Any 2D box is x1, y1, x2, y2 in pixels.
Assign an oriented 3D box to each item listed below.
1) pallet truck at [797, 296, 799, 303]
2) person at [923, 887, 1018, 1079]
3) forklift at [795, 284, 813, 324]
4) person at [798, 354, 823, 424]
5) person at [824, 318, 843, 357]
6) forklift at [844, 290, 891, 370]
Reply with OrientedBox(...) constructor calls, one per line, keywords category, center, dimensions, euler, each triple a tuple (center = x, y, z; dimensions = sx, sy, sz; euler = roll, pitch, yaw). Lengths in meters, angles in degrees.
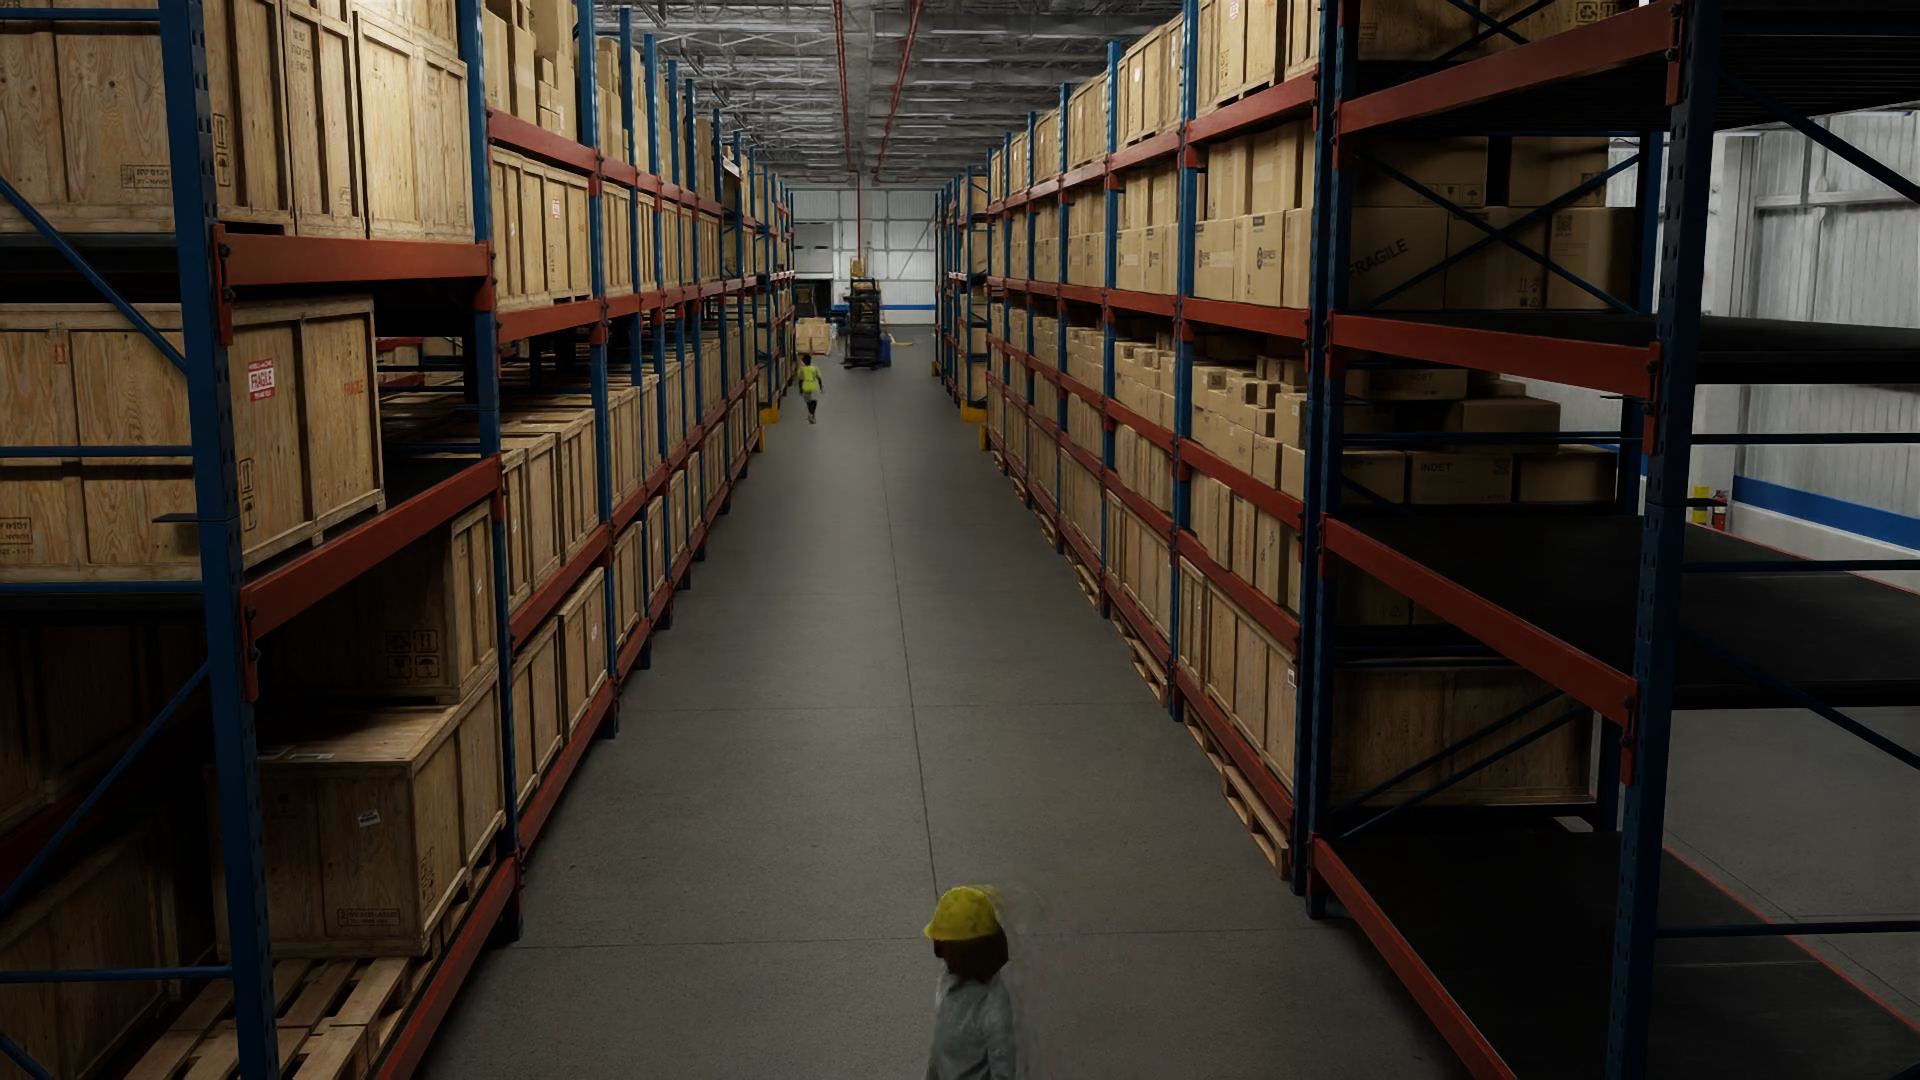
OrientedBox(category="pallet truck", center=(-8.622, -12.439, 91.403), dimensions=(1.885, 1.965, 0.823), euler=(2, 10, 13))
OrientedBox(category="person", center=(0.115, 2.017, 5.881), dimensions=(0.769, 1.712, 0.482), euler=(-3, 10, -16))
OrientedBox(category="forklift", center=(-7.298, -10.501, 77.197), dimensions=(1.129, 2.768, 1.873), euler=(-1, 10, -4))
OrientedBox(category="person", center=(-3.561, -3.552, 39.293), dimensions=(0.579, 1.658, 0.698), euler=(1, 10, 8))
OrientedBox(category="person", center=(-5.088, -8.211, 67.379), dimensions=(0.894, 1.575, 0.607), euler=(-7, 12, -36))
OrientedBox(category="forklift", center=(-3.261, -7.498, 59.255), dimensions=(1.129, 2.768, 1.873), euler=(3, 10, 20))
